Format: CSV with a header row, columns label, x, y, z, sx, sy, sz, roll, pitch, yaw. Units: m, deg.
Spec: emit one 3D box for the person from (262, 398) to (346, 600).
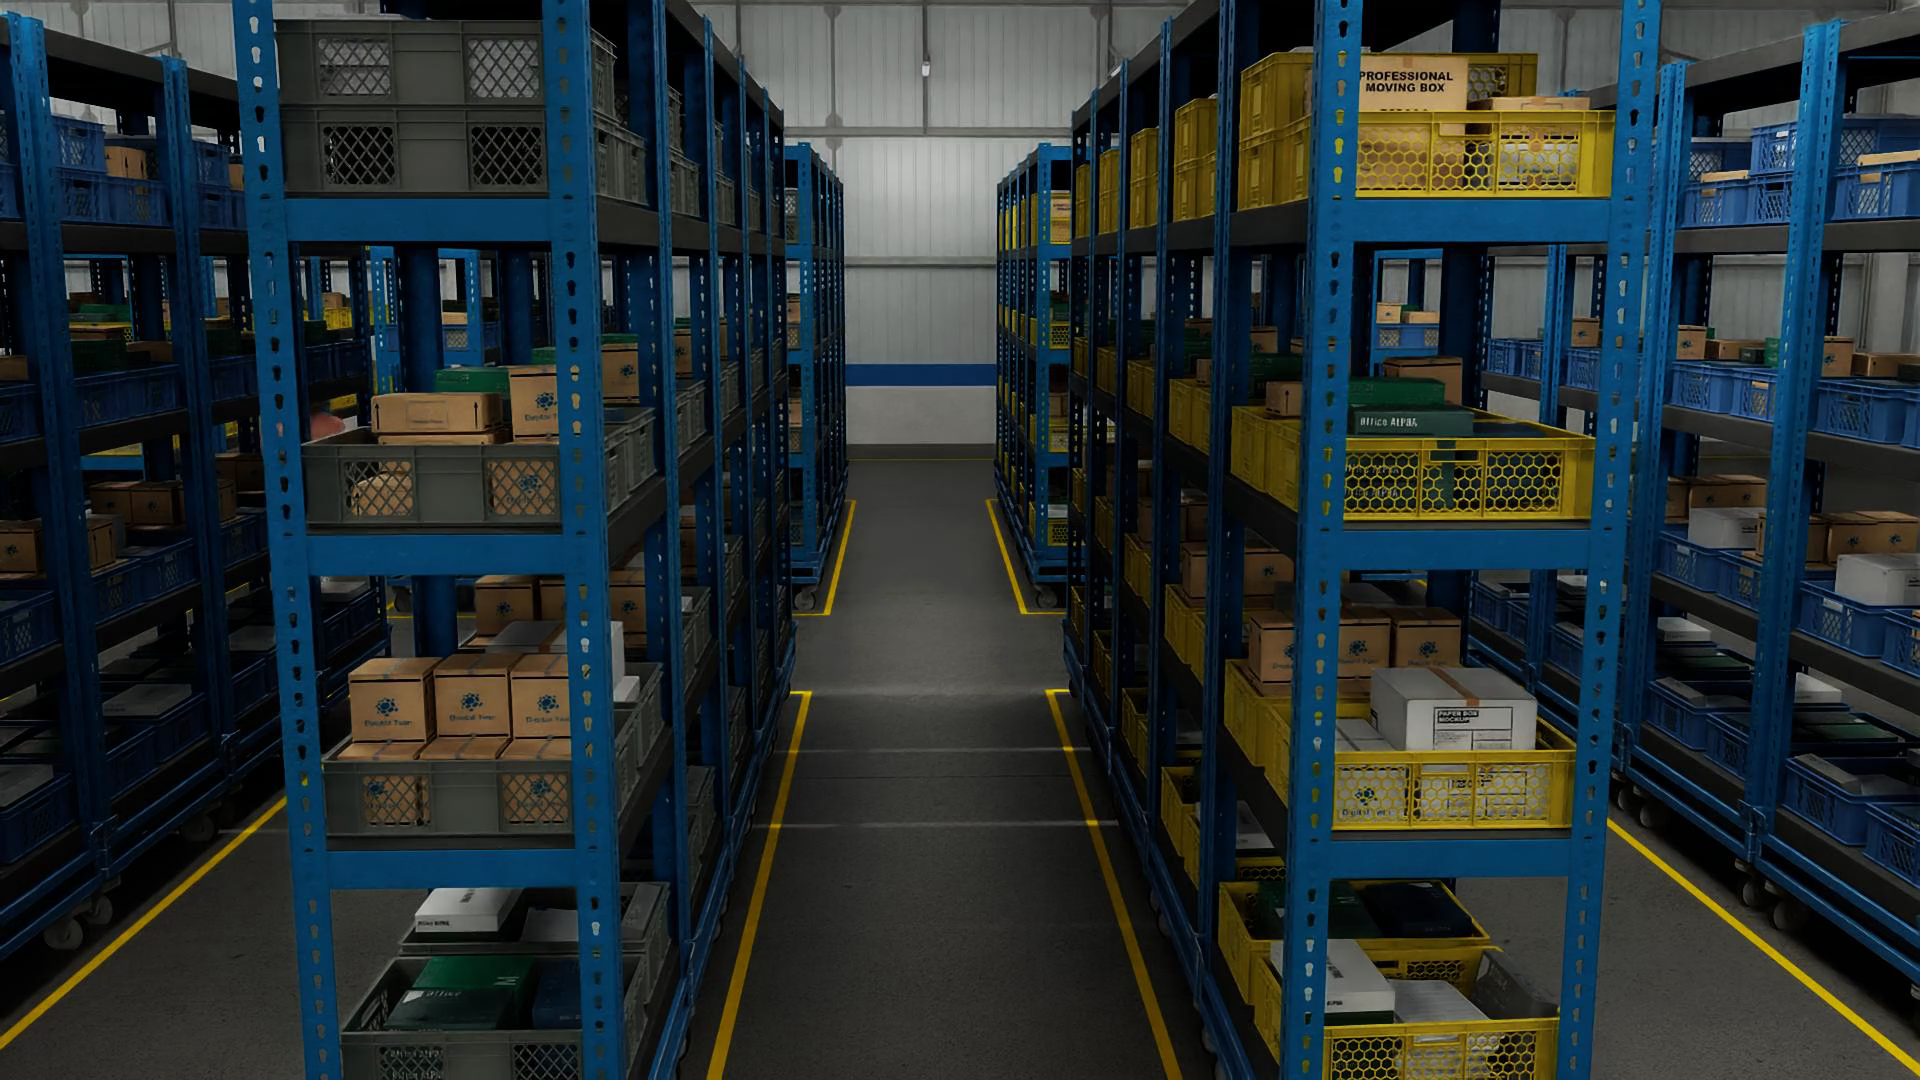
label,x,y,z,sx,sy,sz,roll,pitch,yaw
person,-4.873,-0.298,12.394,0.663,1.915,1.028,-5,11,-29
